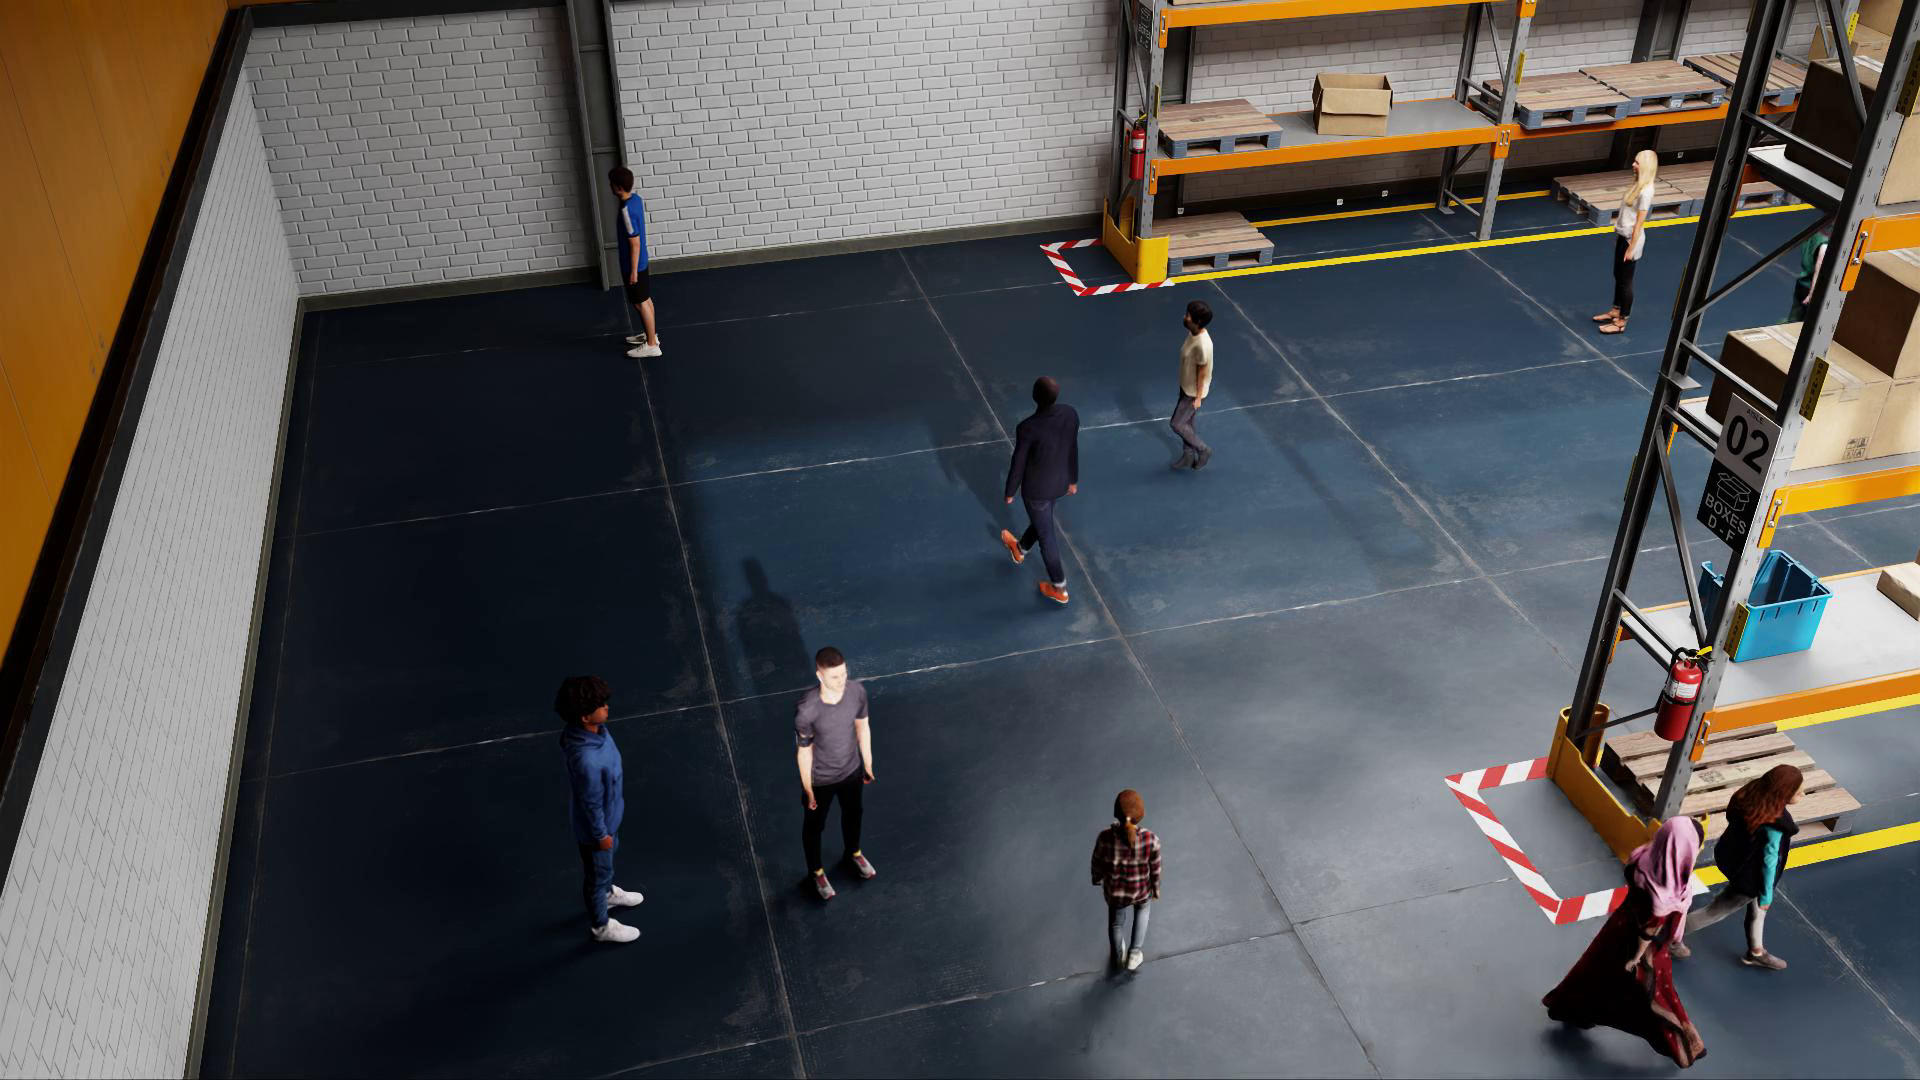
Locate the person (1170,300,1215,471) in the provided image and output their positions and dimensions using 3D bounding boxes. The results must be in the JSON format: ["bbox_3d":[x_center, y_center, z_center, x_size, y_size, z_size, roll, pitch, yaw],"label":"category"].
[{"bbox_3d":[1.998,-1.245,13.814,0.696,1.575,0.661,-2,34,-3],"label":"person"}]

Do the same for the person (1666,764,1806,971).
[{"bbox_3d":[4.320,1.835,9.278,1.062,1.469,0.906,10,35,15],"label":"person"}]

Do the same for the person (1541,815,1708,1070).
[{"bbox_3d":[3.516,2.074,8.787,1.194,1.614,1.041,12,36,18],"label":"person"}]

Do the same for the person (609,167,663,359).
[{"bbox_3d":[-3.052,-2.619,15.618,0.596,1.866,0.678,-5,34,-8],"label":"person"}]

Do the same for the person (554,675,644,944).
[{"bbox_3d":[-2.068,1.523,9.443,0.626,1.805,0.714,-2,34,-3],"label":"person"}]

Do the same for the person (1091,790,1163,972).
[{"bbox_3d":[0.929,1.948,9.258,0.579,1.301,0.683,5,34,7],"label":"person"}]

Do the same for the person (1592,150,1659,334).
[{"bbox_3d":[6.484,-2.889,16.063,0.650,1.824,0.655,5,34,7],"label":"person"}]

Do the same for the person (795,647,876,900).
[{"bbox_3d":[-0.740,1.335,9.764,0.598,1.762,0.763,-21,39,-29],"label":"person"}]

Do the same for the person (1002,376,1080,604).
[{"bbox_3d":[0.679,-0.334,12.260,1.166,1.778,1.082,-26,41,-33],"label":"person"}]
